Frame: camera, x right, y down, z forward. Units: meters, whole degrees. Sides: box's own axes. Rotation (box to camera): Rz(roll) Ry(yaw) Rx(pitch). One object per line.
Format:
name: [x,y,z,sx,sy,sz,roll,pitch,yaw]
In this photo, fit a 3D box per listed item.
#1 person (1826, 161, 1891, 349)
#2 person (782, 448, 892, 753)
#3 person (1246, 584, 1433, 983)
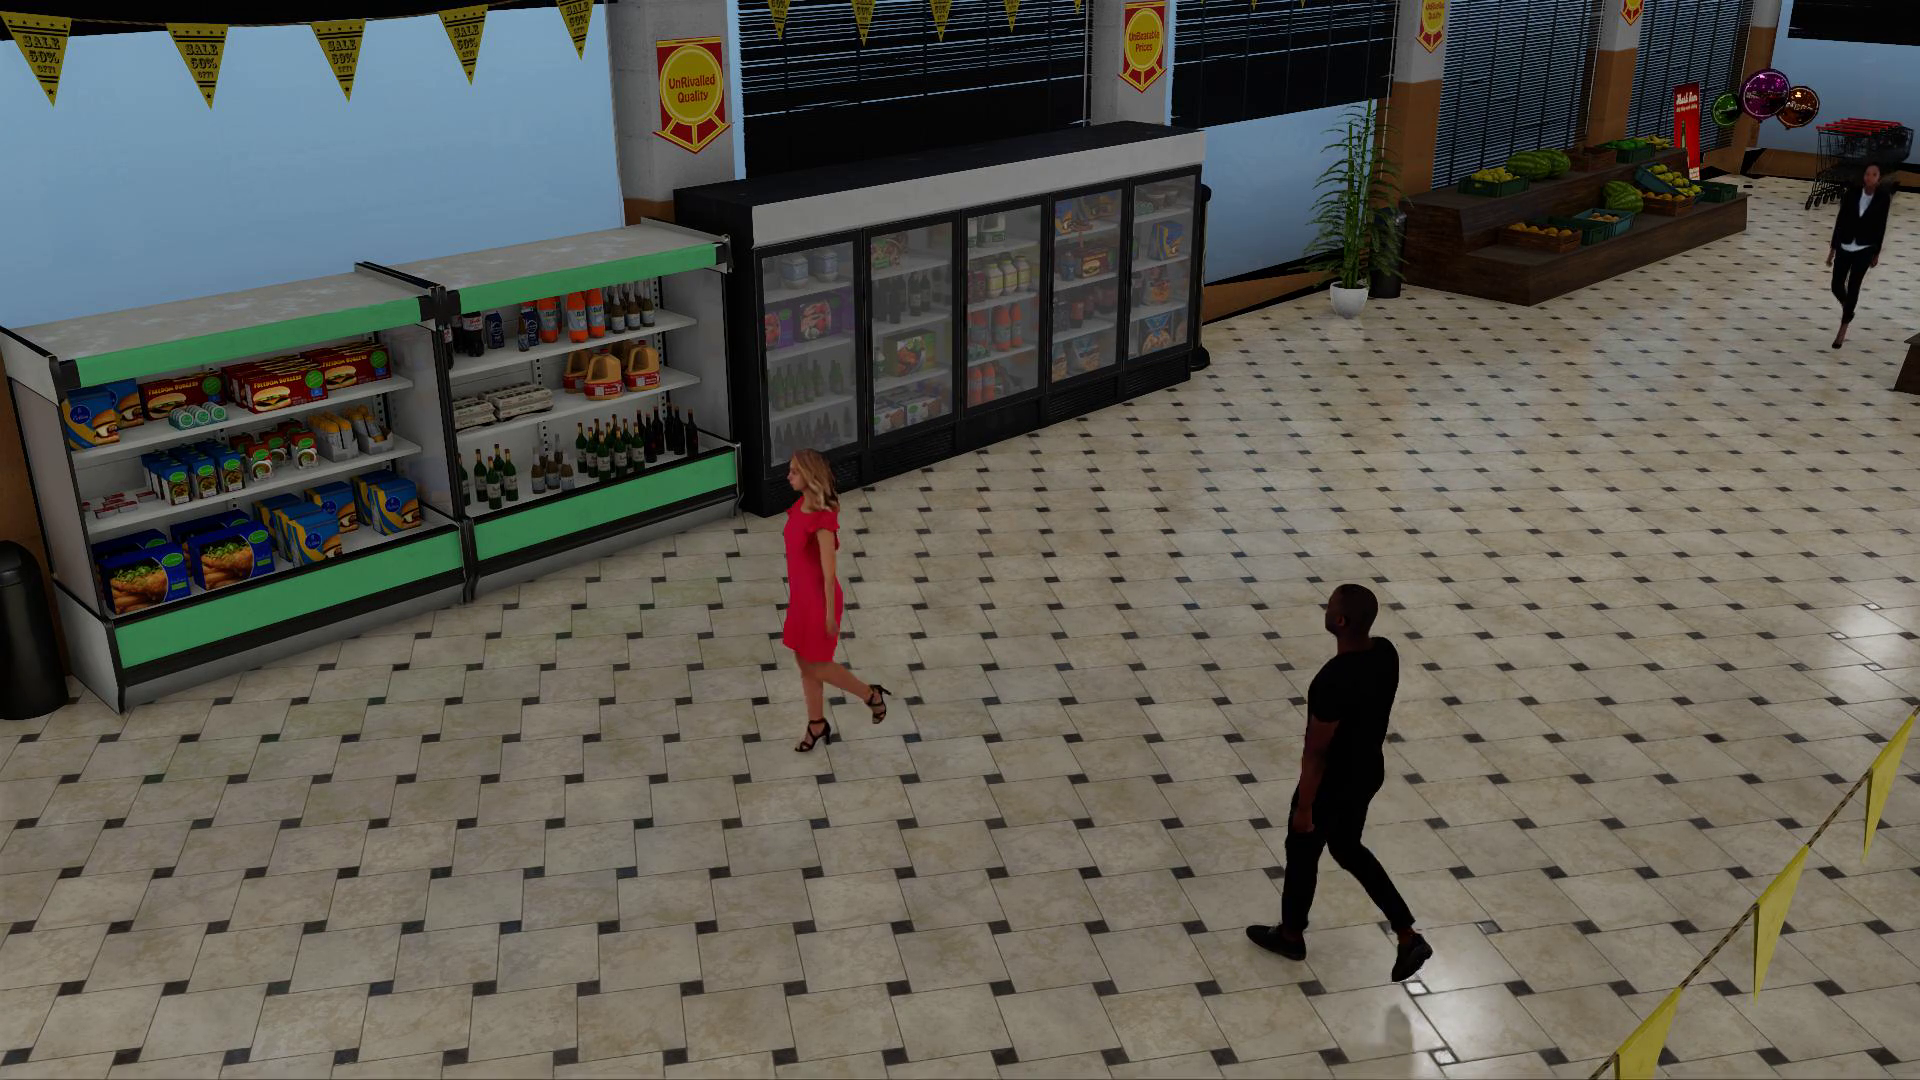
person: [8.888,-2.832,16.496,0.624,1.809,1.036,17,28,37]
person: [-0.680,0.324,8.772,0.912,1.711,0.757,-9,23,-21]
person: [1.629,1.046,6.858,0.989,1.799,0.727,-20,29,-41]
